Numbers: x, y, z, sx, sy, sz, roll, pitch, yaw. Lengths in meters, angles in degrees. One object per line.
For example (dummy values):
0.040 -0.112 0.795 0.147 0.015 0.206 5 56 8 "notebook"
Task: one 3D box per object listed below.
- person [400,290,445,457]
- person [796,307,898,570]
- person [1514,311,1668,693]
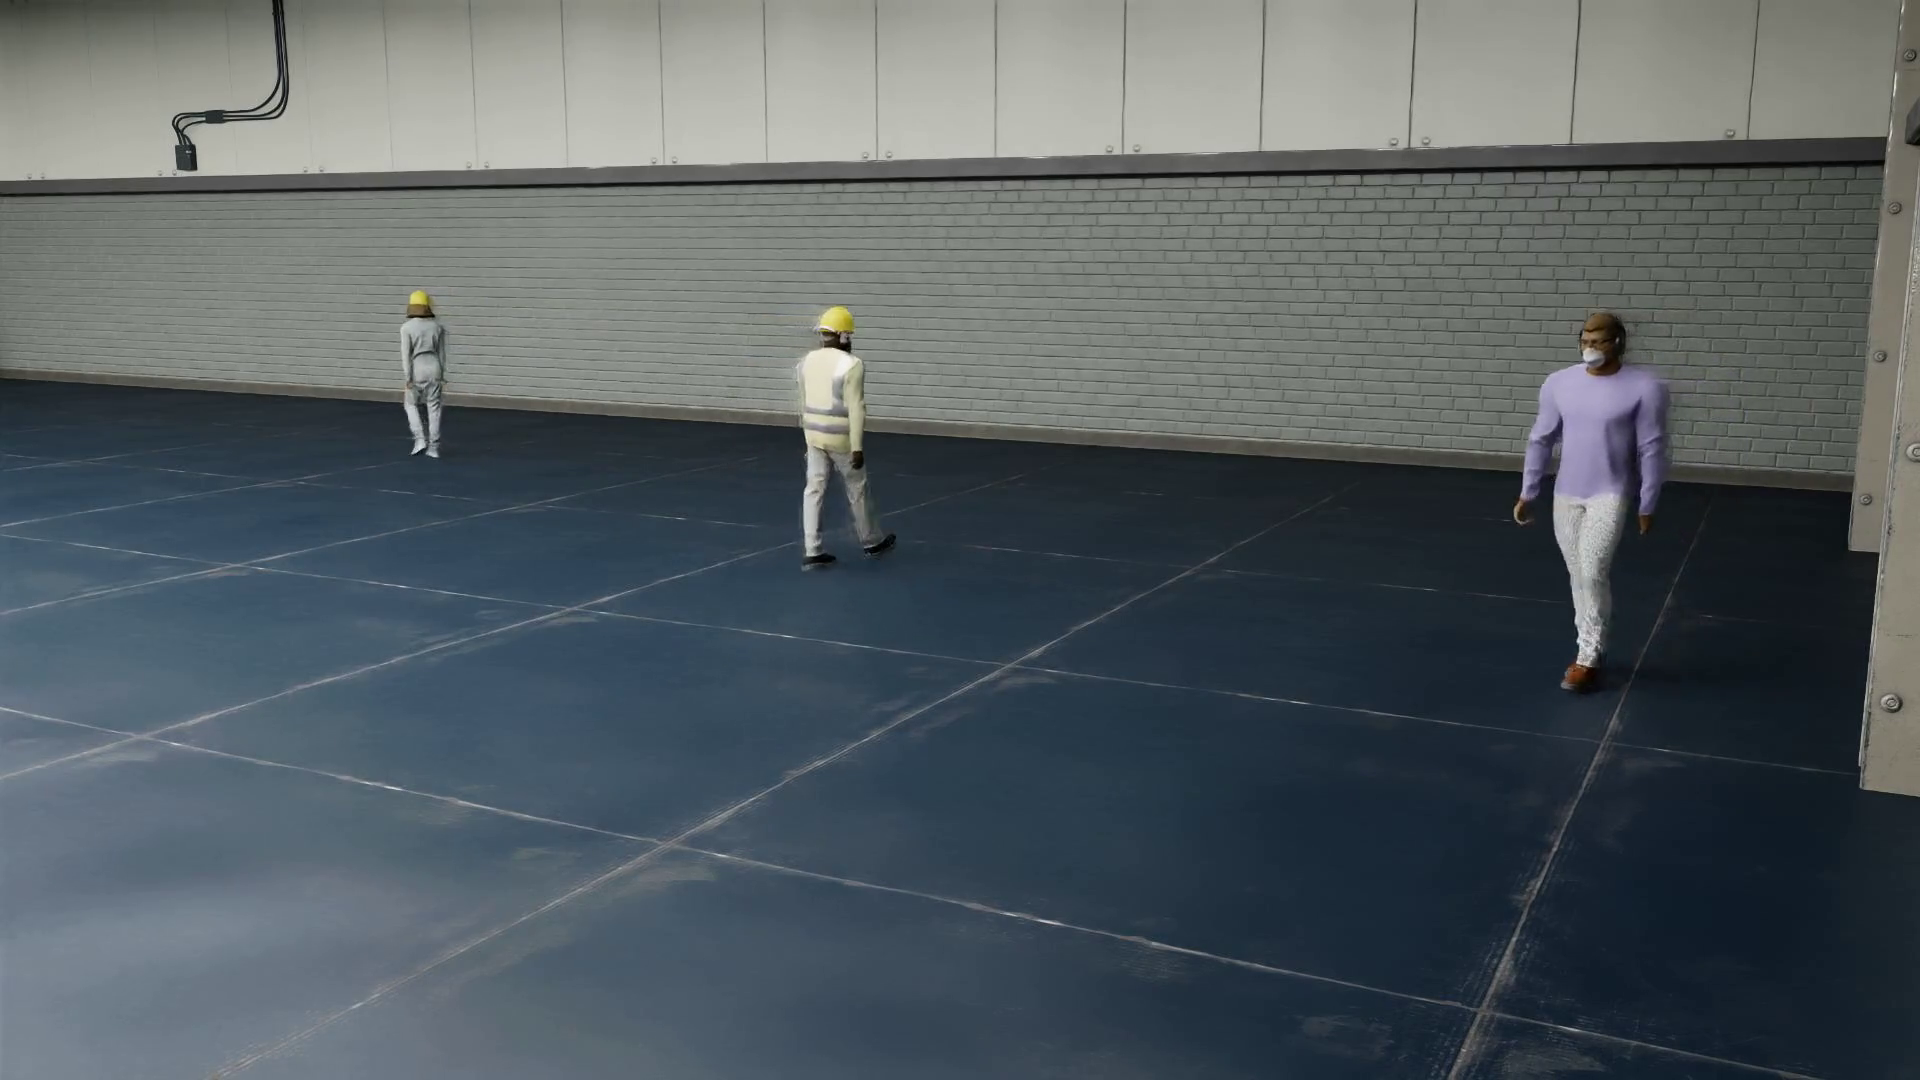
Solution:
-5.564 -1.716 17.260 0.488 1.727 0.396 -8 13 -36 "person"
-0.798 -0.717 11.612 0.626 1.792 0.873 7 13 35 "person"
3.159 -0.194 8.438 0.743 1.910 0.635 -9 14 -40 "person"
